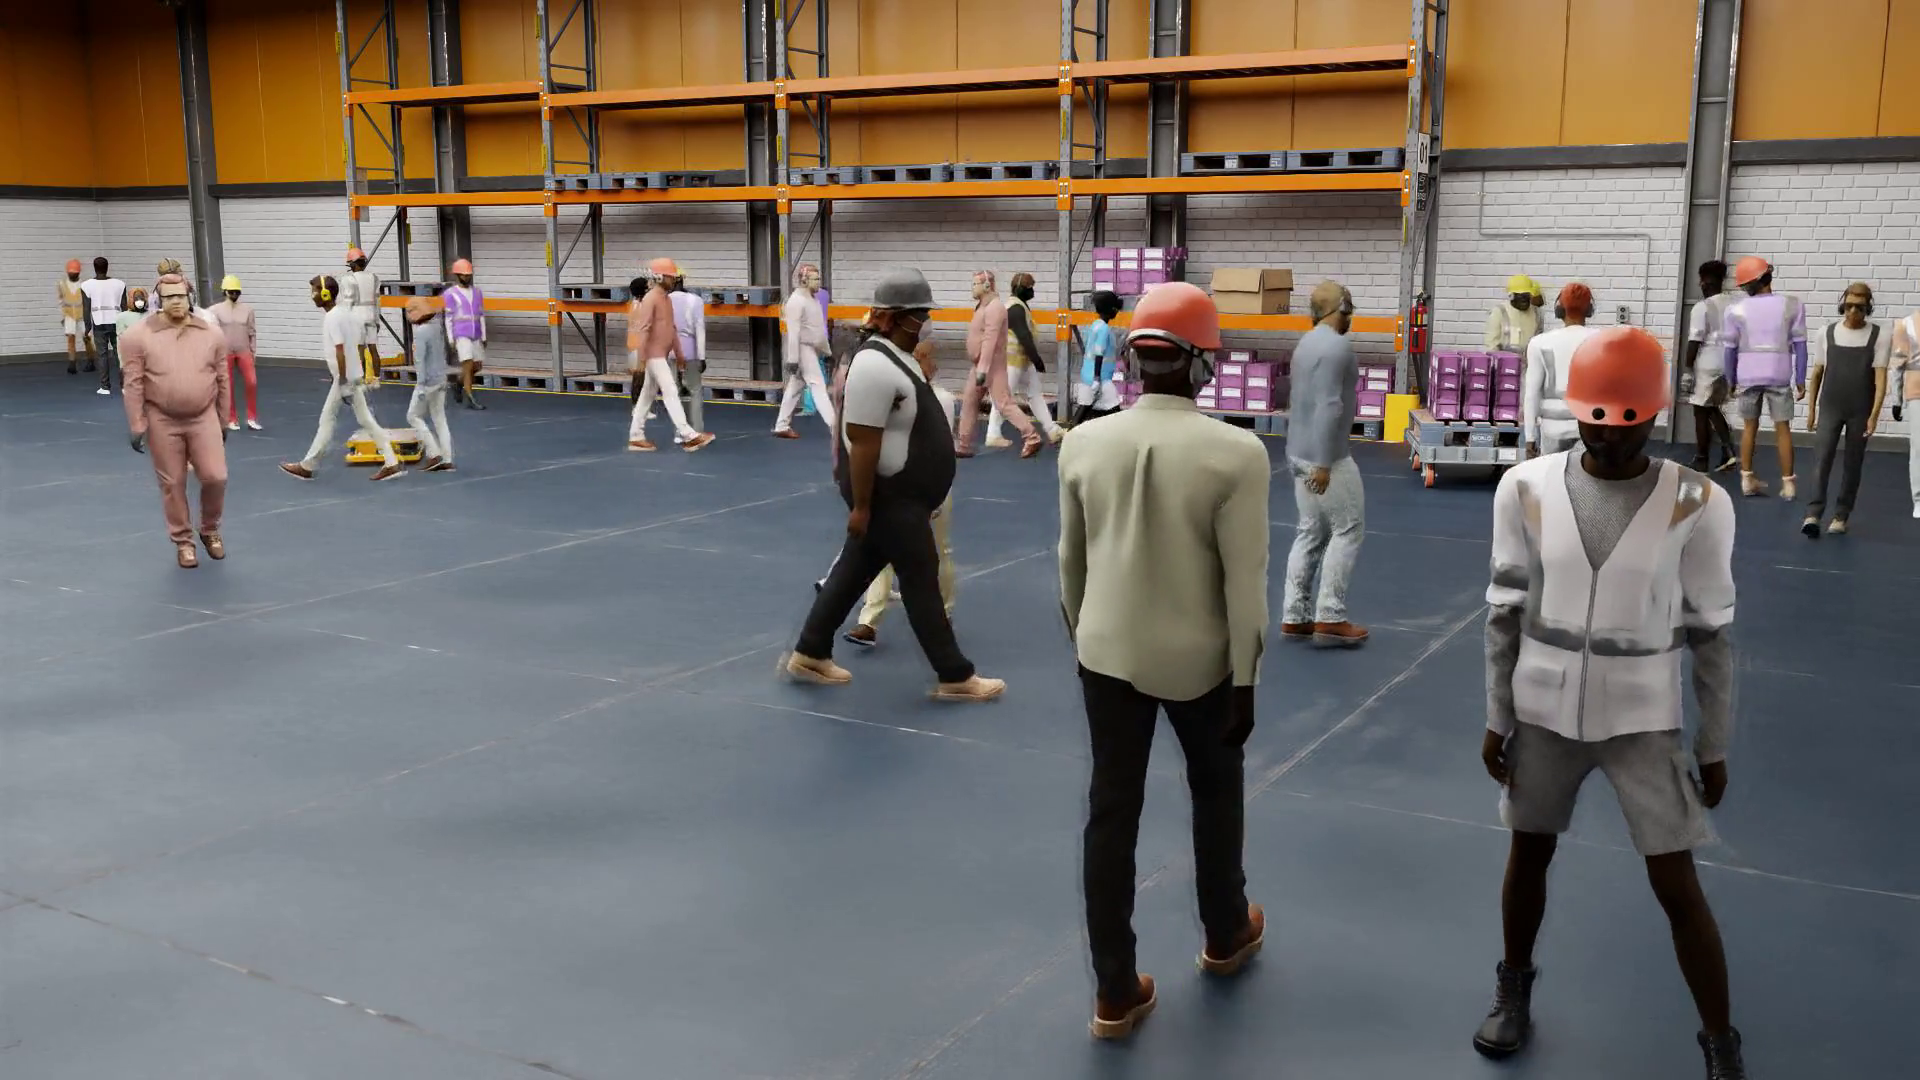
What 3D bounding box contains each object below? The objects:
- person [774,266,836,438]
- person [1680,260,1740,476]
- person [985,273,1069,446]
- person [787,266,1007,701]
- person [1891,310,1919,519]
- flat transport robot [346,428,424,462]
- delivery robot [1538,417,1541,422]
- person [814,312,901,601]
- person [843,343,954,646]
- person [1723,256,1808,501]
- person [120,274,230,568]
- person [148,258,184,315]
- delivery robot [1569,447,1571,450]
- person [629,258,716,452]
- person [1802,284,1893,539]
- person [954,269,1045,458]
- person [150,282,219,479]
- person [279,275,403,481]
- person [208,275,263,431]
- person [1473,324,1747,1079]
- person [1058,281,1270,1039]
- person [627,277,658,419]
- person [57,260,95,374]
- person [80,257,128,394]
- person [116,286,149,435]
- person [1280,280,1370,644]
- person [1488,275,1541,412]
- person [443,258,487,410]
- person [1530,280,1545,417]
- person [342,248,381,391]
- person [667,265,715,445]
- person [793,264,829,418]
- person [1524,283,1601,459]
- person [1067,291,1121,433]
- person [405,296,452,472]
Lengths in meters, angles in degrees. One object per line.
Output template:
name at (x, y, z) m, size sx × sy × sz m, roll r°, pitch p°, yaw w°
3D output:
person at (-1.574, -1.984, 17.751) m, size 0.992 × 1.854 × 0.657 m, roll 2°, pitch 10°, yaw 10°
person at (6.779, -1.548, 15.025) m, size 0.644 × 1.942 × 0.438 m, roll -6°, pitch 11°, yaw -29°
person at (0.701, -1.835, 17.099) m, size 0.959 × 1.786 × 0.630 m, roll 2°, pitch 10°, yaw 10°
person at (-0.347, -0.288, 7.625) m, size 1.053 × 2.000 × 0.692 m, roll 0°, pitch 10°, yaw 2°
person at (7.404, -1.108, 12.644) m, size 0.609 × 1.902 × 0.457 m, roll 5°, pitch 11°, yaw 24°
flat transport robot at (-5.629, -0.943, 16.345) m, size 0.652 × 0.197 × 1.431 m, roll -3°, pitch 10°, yaw -15°
delivery robot at (5.656, -1.031, 15.773) m, size 0.477 × 0.478 × 0.707 m, roll -1°, pitch 10°, yaw -7°
person at (-0.558, -0.434, 9.343) m, size 0.544 × 1.734 × 0.760 m, roll 9°, pitch 13°, yaw 41°
person at (-0.285, -0.228, 8.549) m, size 0.503 × 1.596 × 0.818 m, roll 5°, pitch 11°, yaw 26°
person at (6.597, -1.325, 13.665) m, size 0.651 × 1.987 × 0.420 m, roll 5°, pitch 11°, yaw 25°
person at (-5.009, -0.756, 10.695) m, size 0.646 × 1.892 × 0.444 m, roll -6°, pitch 12°, yaw -33°
person at (-8.472, -2.057, 17.930) m, size 0.627 × 1.941 × 0.371 m, roll 8°, pitch 13°, yaw 39°
delivery robot at (5.728, -0.903, 15.050) m, size 0.477 × 0.478 × 0.707 m, roll -4°, pitch 11°, yaw -20°
person at (-2.916, -1.846, 16.708) m, size 1.008 × 1.937 × 0.632 m, roll 1°, pitch 10°, yaw 4°
person at (6.214, -0.885, 11.690) m, size 0.505 × 1.796 × 0.942 m, roll 6°, pitch 12°, yaw 32°
person at (0.328, -1.706, 16.206) m, size 1.011 × 1.857 × 0.640 m, roll -2°, pitch 10°, yaw -14°
person at (-6.940, -1.438, 14.928) m, size 0.632 × 1.785 × 0.991 m, roll -5°, pitch 11°, yaw -27°
person at (-5.435, -1.397, 14.580) m, size 1.045 × 1.817 × 0.569 m, roll 0°, pitch 10°, yaw -3°
person at (-8.107, -2.079, 18.615) m, size 0.534 × 1.746 × 0.618 m, roll -8°, pitch 13°, yaw -38°
person at (1.599, 0.431, 3.990) m, size 0.700 × 1.900 × 0.514 m, roll 6°, pitch 12°, yaw 30°
person at (0.586, 0.294, 4.530) m, size 0.634 × 1.957 × 0.913 m, roll 5°, pitch 11°, yaw 28°
person at (-3.834, -2.298, 19.985) m, size 0.318 × 1.697 × 0.535 m, roll -4°, pitch 11°, yaw -20°
person at (-14.401, -3.634, 27.120) m, size 0.584 × 1.853 × 1.031 m, roll -3°, pitch 10°, yaw -14°
person at (-11.996, -3.009, 23.380) m, size 0.590 × 1.920 × 0.398 m, roll -8°, pitch 13°, yaw -38°
person at (-8.968, -1.964, 18.266) m, size 0.507 × 1.632 × 0.268 m, roll -8°, pitch 13°, yaw -37°
person at (1.907, -0.406, 8.717) m, size 0.504 × 1.886 × 0.707 m, roll -1°, pitch 10°, yaw -7°
person at (5.576, -1.757, 16.691) m, size 0.607 × 1.781 × 0.793 m, roll -2°, pitch 10°, yaw -11°
person at (-6.306, -2.610, 21.128) m, size 0.696 × 1.916 × 0.554 m, roll 8°, pitch 13°, yaw 37°
person at (5.871, -1.798, 17.074) m, size 0.409 × 1.729 × 0.497 m, roll 3°, pitch 11°, yaw 19°
person at (-8.573, -3.148, 23.818) m, size 0.374 × 2.043 × 0.608 m, roll 6°, pitch 12°, yaw 32°
person at (-2.934, -1.940, 17.433) m, size 0.625 × 1.879 × 0.497 m, roll 2°, pitch 10°, yaw 11°
person at (-1.790, -2.404, 20.148) m, size 0.383 × 1.848 × 0.570 m, roll 6°, pitch 12°, yaw 31°
person at (3.868, -0.694, 10.510) m, size 0.598 × 1.832 × 0.985 m, roll 3°, pitch 11°, yaw 18°
person at (1.376, -1.534, 15.782) m, size 0.882 × 1.637 × 0.538 m, roll -1°, pitch 10°, yaw -7°
person at (-4.882, -1.416, 15.207) m, size 0.420 × 1.616 × 0.540 m, roll 1°, pitch 10°, yaw 5°
